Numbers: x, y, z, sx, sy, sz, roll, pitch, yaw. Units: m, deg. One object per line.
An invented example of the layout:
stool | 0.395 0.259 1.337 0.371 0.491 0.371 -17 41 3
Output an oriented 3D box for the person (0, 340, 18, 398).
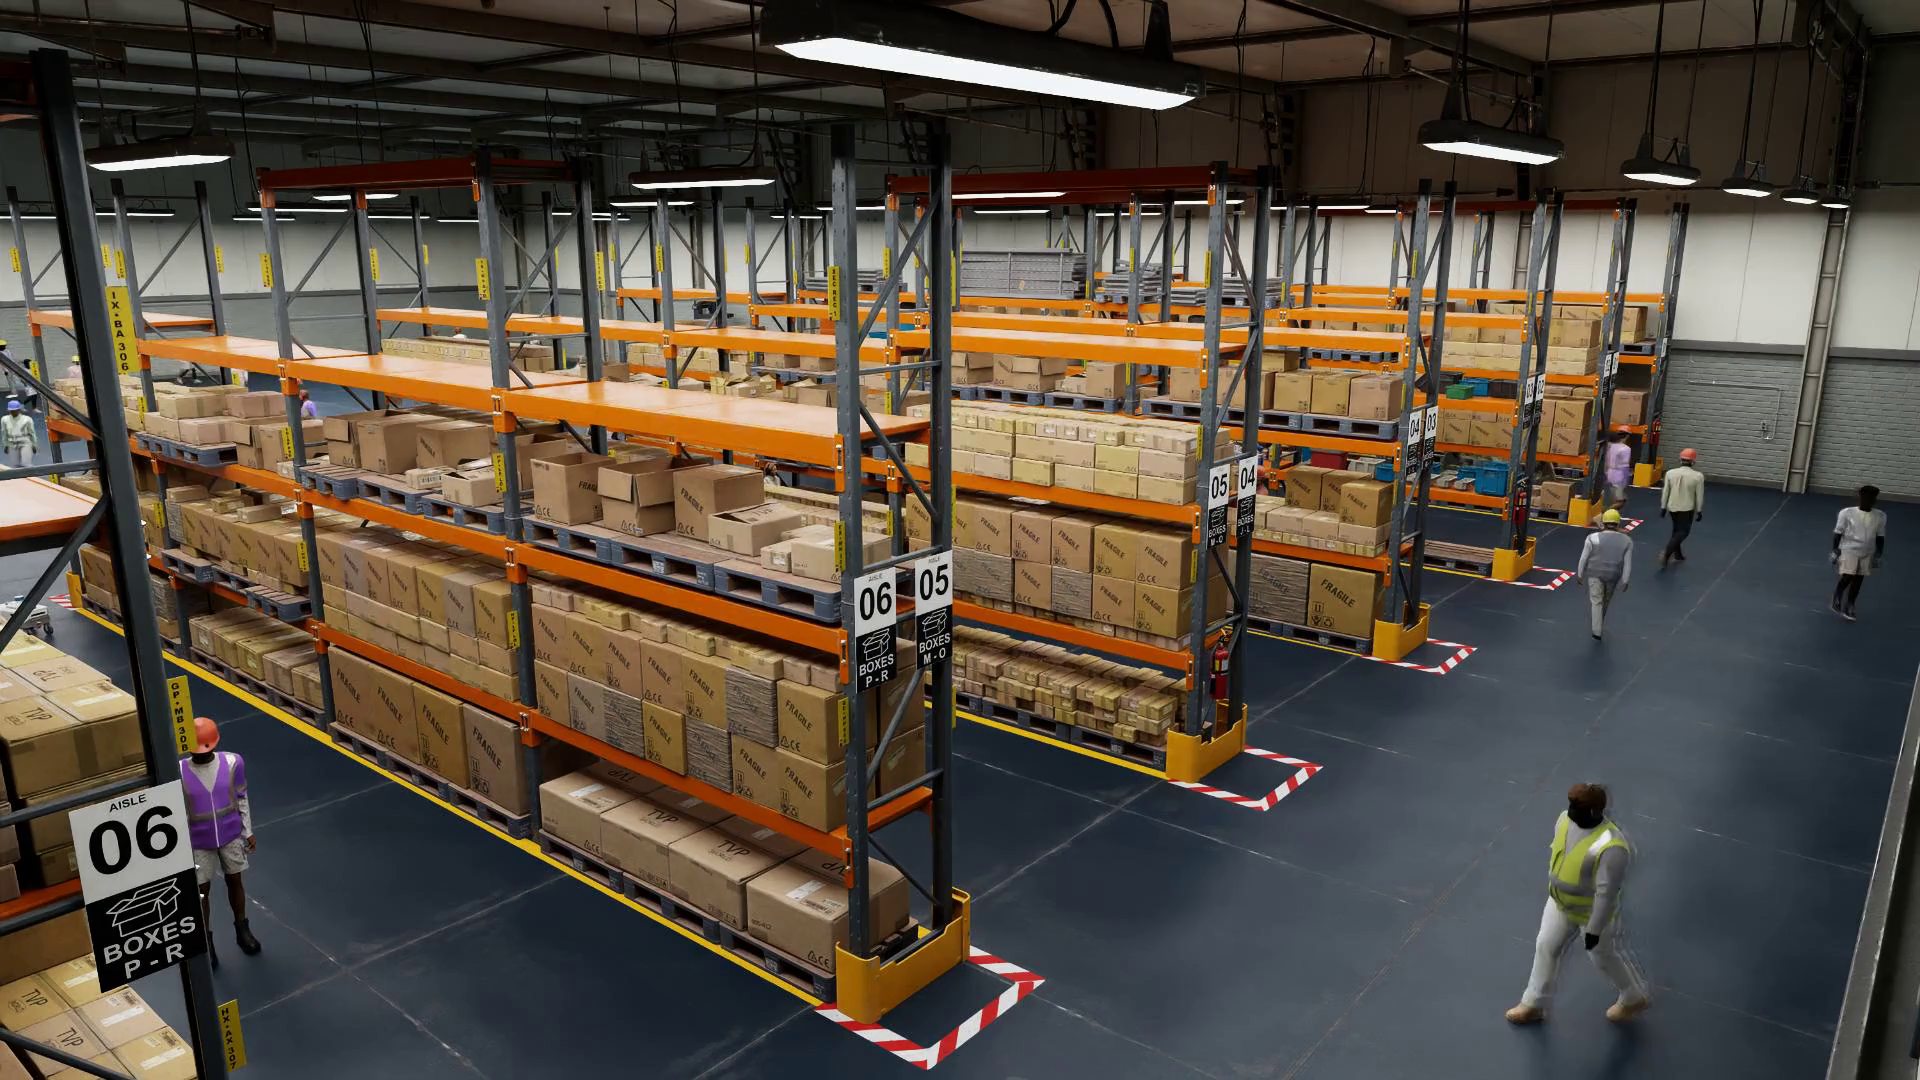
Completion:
person | -31.954 -5.736 42.207 0.377 1.925 0.594 -7 15 -27

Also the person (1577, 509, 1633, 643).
person | 8.701 0.455 17.045 0.612 1.783 0.919 4 14 14

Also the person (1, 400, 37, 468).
person | -20.186 -2.065 27.104 0.624 1.925 0.606 -2 14 -9

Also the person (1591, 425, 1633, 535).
person | 11.938 -1.093 22.995 0.644 1.990 0.661 1 14 3

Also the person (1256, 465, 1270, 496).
person | 4.498 -0.160 19.135 0.396 1.990 0.621 3 14 13

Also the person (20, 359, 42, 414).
person | -28.424 -4.687 38.406 0.448 1.681 0.529 -2 14 -7

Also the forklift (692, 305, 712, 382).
forklift | -9.511 -7.392 47.124 1.873 2.768 1.129 11 17 38

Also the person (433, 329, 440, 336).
person | -21.371 -7.821 51.501 0.561 1.590 0.574 -8 16 -31

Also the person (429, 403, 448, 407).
person | -14.395 -3.890 34.785 0.654 1.842 1.040 -5 15 -21

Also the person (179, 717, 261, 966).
person | -5.581 2.232 9.431 0.543 1.927 0.375 -12 18 -42

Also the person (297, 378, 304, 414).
person | -16.109 -2.984 30.775 0.423 1.980 0.673 -12 18 -40

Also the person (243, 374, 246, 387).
person | -25.295 -6.013 43.916 0.745 1.671 0.539 7 15 28

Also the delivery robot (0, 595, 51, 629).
delivery robot | -12.842 1.003 17.240 0.707 0.478 0.477 6 15 22

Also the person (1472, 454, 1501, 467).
person | 11.654 -2.204 27.750 0.871 1.907 0.655 12 18 40

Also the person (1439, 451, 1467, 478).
person | 10.677 -2.024 27.277 0.964 1.773 0.577 12 18 40

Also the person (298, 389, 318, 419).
person | -15.301 -2.634 29.653 0.455 1.827 0.590 -4 14 -14

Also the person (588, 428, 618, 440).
person | -7.431 -1.760 25.944 0.691 1.874 0.887 3 14 11

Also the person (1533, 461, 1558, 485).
person | 11.884 -1.631 25.540 0.931 1.836 0.532 12 18 41

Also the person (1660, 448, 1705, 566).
person | 11.869 -0.538 20.755 0.896 1.971 0.621 -8 16 -30

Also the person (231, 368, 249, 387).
person | -22.721 -5.072 39.554 0.673 1.891 0.463 -5 14 -18

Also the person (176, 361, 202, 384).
person | -28.320 -6.545 46.073 0.787 1.668 0.531 -10 17 -35

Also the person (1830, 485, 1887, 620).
person | 12.720 0.174 17.835 0.636 1.952 0.417 2 14 10

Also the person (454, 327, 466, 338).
person | -19.285 -7.276 48.698 0.668 1.887 0.642 6 15 25

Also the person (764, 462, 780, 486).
person | -3.189 -0.515 21.328 0.313 1.642 0.513 6 15 23

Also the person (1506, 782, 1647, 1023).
person | 4.344 2.493 8.643 0.943 1.805 0.637 -3 14 -12

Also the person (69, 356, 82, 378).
person | -26.920 -4.764 38.589 0.798 1.730 0.542 6 15 23

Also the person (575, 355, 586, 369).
person | -11.207 -4.519 37.286 0.459 1.894 0.659 -3 14 -10

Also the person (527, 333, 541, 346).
person | -16.344 -7.325 48.598 0.988 2.000 0.691 -1 14 -6
